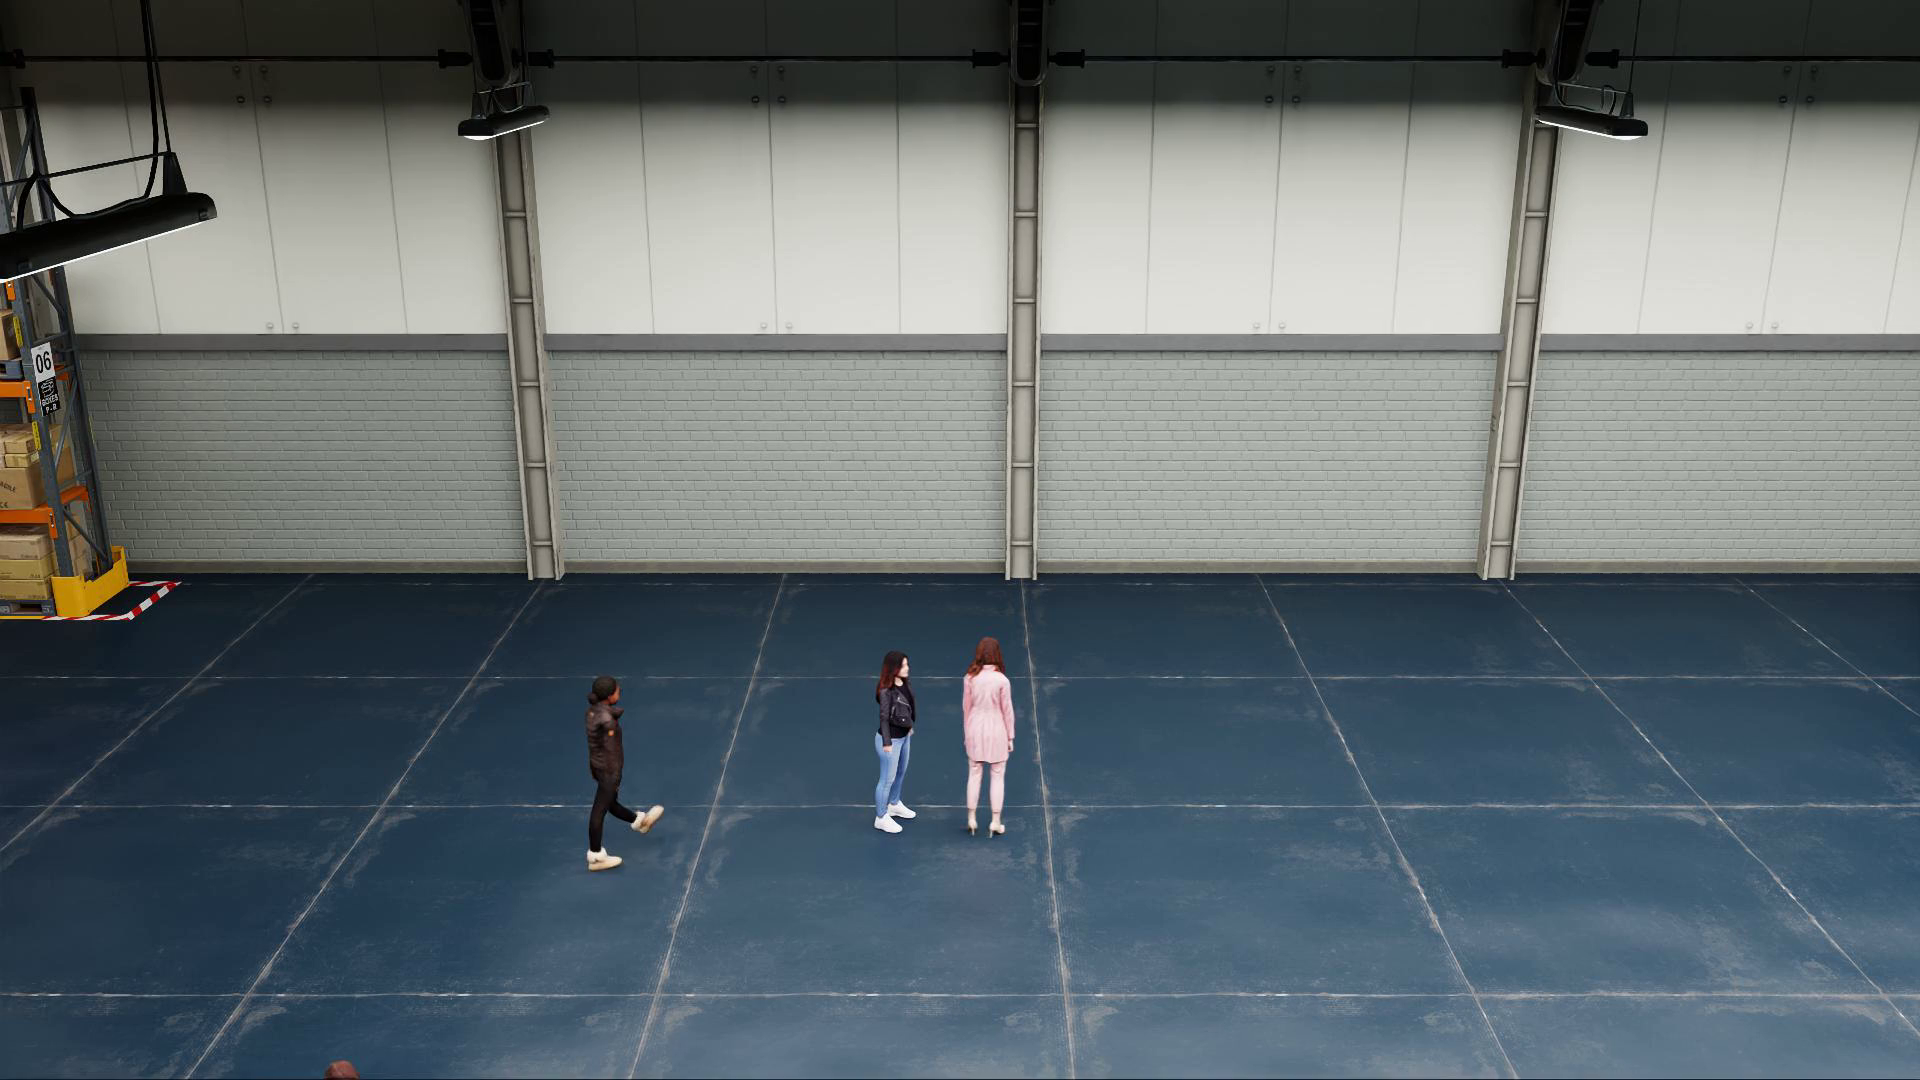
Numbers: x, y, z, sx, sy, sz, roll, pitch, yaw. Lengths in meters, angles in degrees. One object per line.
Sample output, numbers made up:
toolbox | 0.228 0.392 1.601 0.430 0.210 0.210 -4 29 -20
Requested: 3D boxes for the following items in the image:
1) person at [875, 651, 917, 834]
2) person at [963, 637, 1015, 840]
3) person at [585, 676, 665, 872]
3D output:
person | -0.575 1.728 14.485 0.696 1.628 0.707 8 20 23
person | 0.226 1.699 14.299 0.561 1.797 0.722 6 19 16
person | -2.832 1.919 13.895 0.924 1.630 1.091 -2 18 -5
